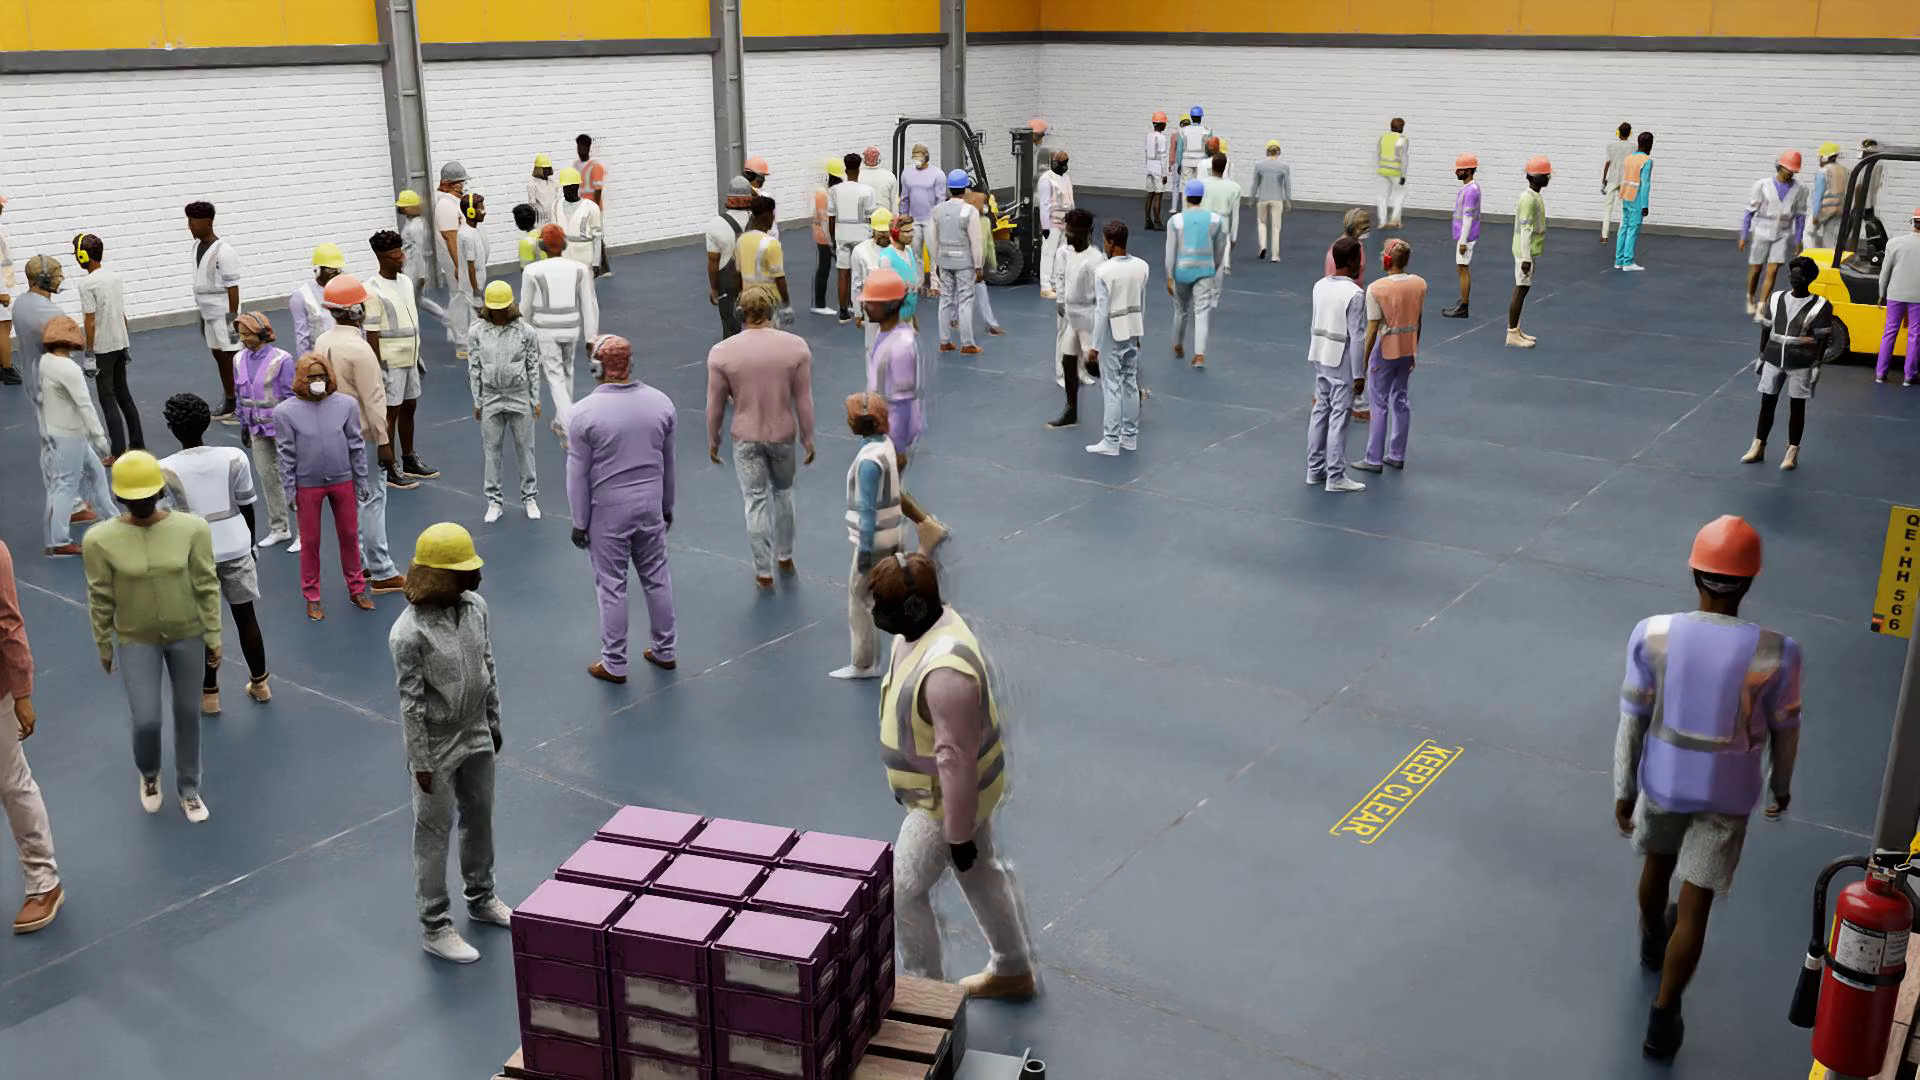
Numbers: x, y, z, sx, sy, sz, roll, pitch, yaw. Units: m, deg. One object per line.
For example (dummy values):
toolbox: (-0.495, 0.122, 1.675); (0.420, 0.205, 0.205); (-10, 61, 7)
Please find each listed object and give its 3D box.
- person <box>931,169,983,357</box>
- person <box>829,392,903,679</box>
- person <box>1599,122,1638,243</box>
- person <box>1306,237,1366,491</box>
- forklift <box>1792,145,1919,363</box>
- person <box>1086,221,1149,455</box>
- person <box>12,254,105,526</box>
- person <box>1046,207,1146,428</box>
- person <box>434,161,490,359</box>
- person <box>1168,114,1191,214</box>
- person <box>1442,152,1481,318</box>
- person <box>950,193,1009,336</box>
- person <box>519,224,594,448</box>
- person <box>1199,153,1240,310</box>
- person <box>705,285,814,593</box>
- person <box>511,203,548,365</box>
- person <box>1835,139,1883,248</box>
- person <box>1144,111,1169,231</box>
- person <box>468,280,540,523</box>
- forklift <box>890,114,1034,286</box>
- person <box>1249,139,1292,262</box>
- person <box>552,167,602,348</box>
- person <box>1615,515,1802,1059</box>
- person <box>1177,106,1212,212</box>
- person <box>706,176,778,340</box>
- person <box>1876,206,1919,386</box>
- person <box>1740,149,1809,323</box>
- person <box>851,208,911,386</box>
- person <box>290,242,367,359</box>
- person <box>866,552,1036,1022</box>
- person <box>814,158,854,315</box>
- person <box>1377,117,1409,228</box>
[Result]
person: (-0.023, -2.905, 17.488); (0.614, 1.950, 0.375); (12, 21, 33)
person: (-0.404, -0.009, 8.980); (0.562, 1.617, 0.525); (1, 18, 5)
person: (10.290, -5.574, 25.997); (0.502, 1.859, 0.327); (3, 18, 9)
person: (2.855, -1.326, 12.597); (0.391, 1.922, 0.593); (-7, 19, -22)
forklift: (9.803, -2.879, 17.013); (2.313, 2.155, 1.214); (12, 21, 33)
person: (1.292, -1.644, 13.604); (0.392, 1.914, 0.589); (17, 24, 42)
person: (-6.376, -1.047, 11.727); (0.636, 1.928, 0.380); (15, 23, 39)
person: (1.189, -1.921, 14.451); (0.811, 1.940, 0.616); (-7, 19, -20)
person: (-5.195, -2.935, 17.436); (0.535, 2.000, 0.674); (-4, 18, -13)
person: (3.993, -6.725, 29.761); (0.532, 1.756, 0.338); (-2, 18, -7)
person: (5.959, -3.612, 19.738); (0.388, 1.930, 0.544); (5, 18, 14)
person: (0.169, -3.120, 18.753); (0.869, 1.585, 0.509); (11, 21, 30)
person: (-3.380, -1.720, 13.937); (0.577, 1.852, 0.862); (-13, 22, -34)
person: (3.080, -3.721, 20.140); (0.600, 1.892, 0.779); (-1, 18, -2)
person: (-1.275, -0.663, 10.513); (0.661, 1.921, 0.721); (-4, 18, -13)
person: (-4.333, -2.592, 16.968); (0.407, 1.658, 0.578); (4, 18, 11)
person: (12.459, -4.619, 23.071); (0.544, 1.813, 0.971); (-7, 19, -20)
person: (3.257, -6.074, 27.421); (0.354, 1.939, 0.544); (-9, 20, -25)
person: (-3.223, -0.981, 11.821); (0.483, 1.735, 0.314); (-4, 18, -12)
forklift: (-0.171, -4.594, 22.377); (2.313, 2.155, 1.214); (1, 18, 3)
person: (4.499, -4.908, 24.104); (0.625, 1.734, 0.435); (6, 19, 17)
person: (-4.140, -3.042, 17.954); (0.585, 1.928, 0.365); (5, 18, 15)
person: (2.648, 0.823, 5.907); (0.556, 1.896, 0.898); (13, 22, 34)
person: (4.040, -6.487, 28.703); (0.606, 1.944, 0.403); (4, 18, 11)
person: (-2.091, -2.466, 15.970); (0.684, 2.000, 0.535); (-5, 18, -14)
person: (9.253, -2.387, 16.186); (0.575, 1.749, 0.336); (15, 23, 39)
person: (9.530, -3.571, 19.493); (0.673, 1.993, 0.737); (6, 19, 17)
person: (-0.705, -2.150, 15.351); (0.601, 1.817, 0.403); (-5, 19, -17)
person: (-4.878, -1.411, 13.020); (0.403, 1.830, 0.599); (16, 24, 41)
person: (-0.048, 0.894, 5.868); (0.753, 1.792, 0.652); (-2, 18, -5)
person: (-1.428, -3.559, 19.662); (0.864, 1.866, 0.631); (10, 20, 28)
person: (7.223, -6.101, 27.701); (0.506, 1.827, 0.628); (-15, 23, -40)
